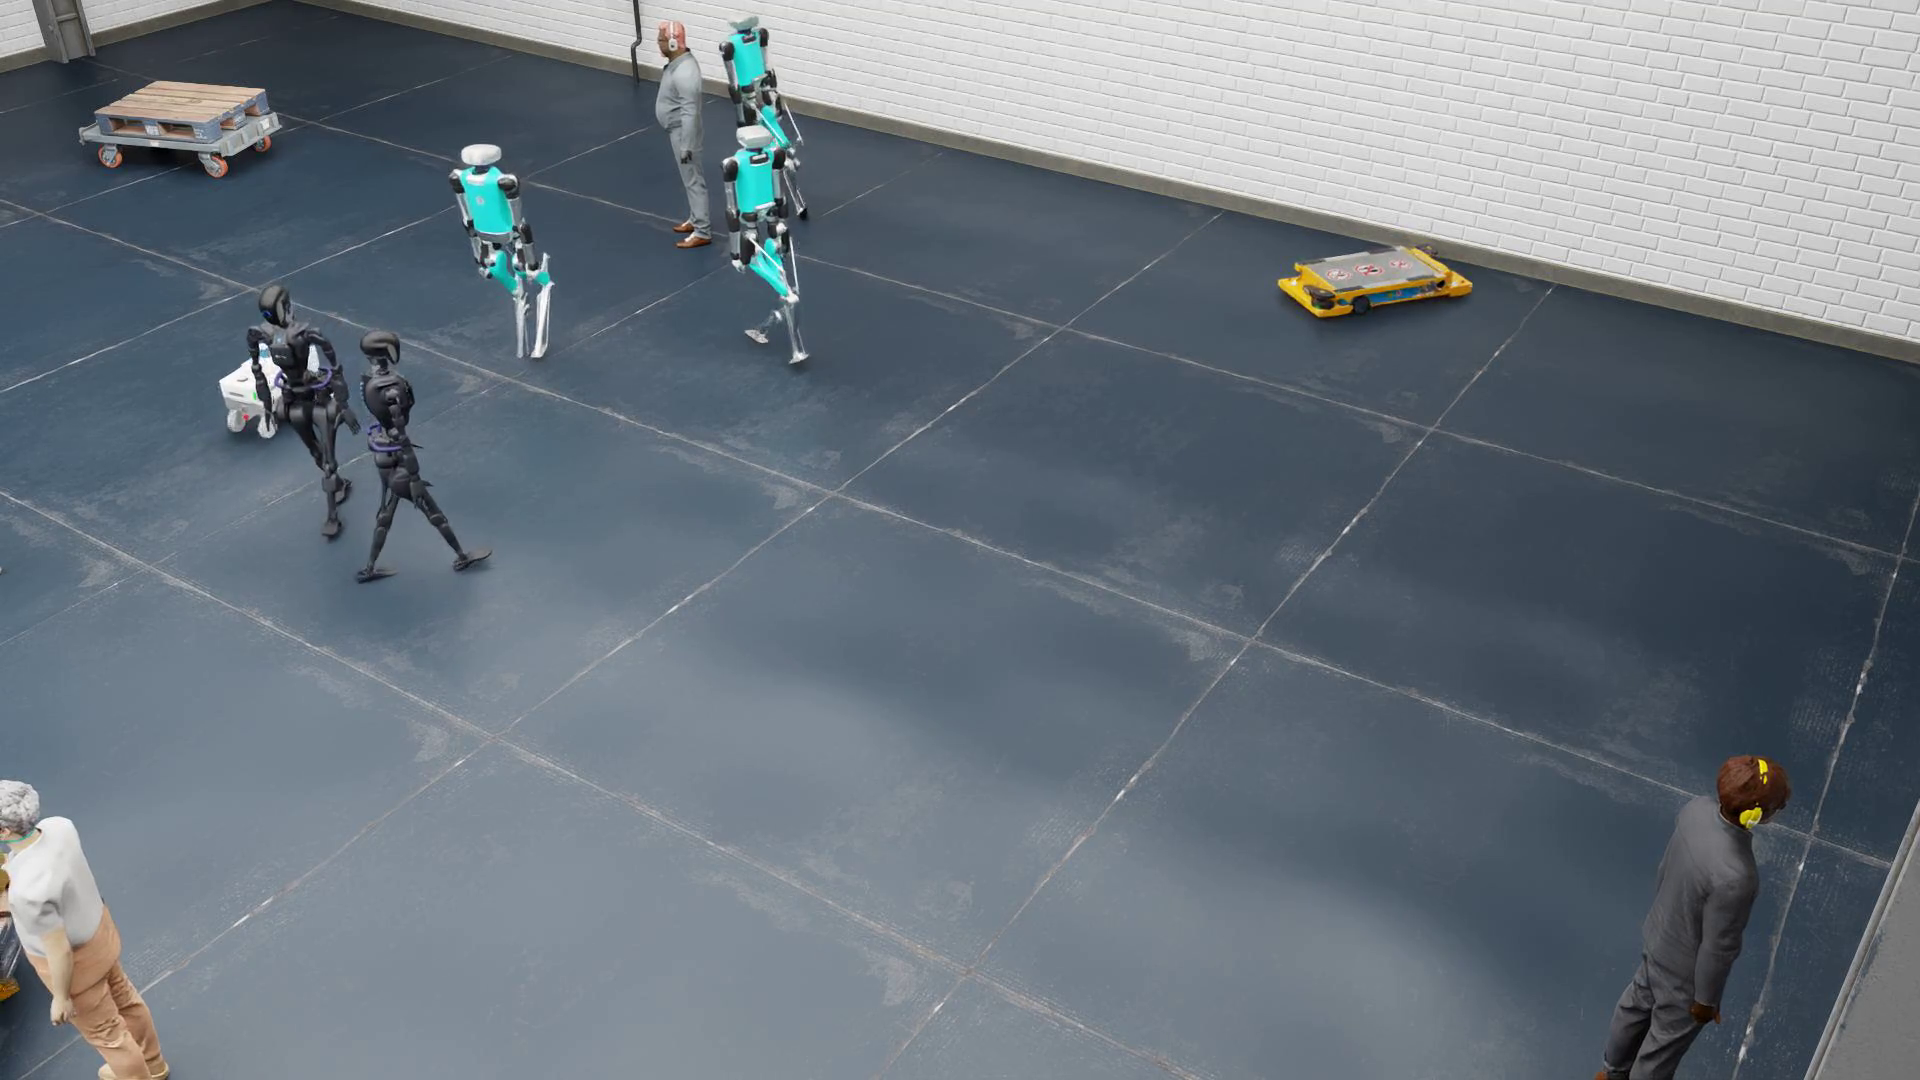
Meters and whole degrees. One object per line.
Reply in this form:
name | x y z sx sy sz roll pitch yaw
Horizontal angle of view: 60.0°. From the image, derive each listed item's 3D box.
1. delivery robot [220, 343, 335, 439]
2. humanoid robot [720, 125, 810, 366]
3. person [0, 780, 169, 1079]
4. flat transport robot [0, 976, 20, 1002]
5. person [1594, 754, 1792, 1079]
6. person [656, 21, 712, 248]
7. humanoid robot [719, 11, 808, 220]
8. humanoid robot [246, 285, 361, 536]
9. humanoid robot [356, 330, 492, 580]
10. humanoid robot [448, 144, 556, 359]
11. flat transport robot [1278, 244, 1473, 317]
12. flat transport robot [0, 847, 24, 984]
delivery robot | -4.827 -1.111 11.722 0.499 0.597 0.779 11 34 17
humanoid robot | -1.319 -2.092 12.203 0.539 1.775 1.034 -26 41 -34
person | -3.408 1.601 6.397 0.323 1.747 0.473 -7 33 -10
flat transport robot | -4.859 2.072 7.032 0.659 0.231 1.431 28 42 36
person | 2.776 1.567 6.333 0.344 1.874 0.496 1 33 2
person | -2.351 -3.425 14.073 0.403 1.907 0.642 -5 33 -8
humanoid robot | -1.606 -3.690 14.687 0.930 1.803 0.574 25 40 33
humanoid robot | -4.053 -0.850 10.300 0.610 1.620 0.711 1 33 2
humanoid robot | -3.290 -0.500 9.779 0.797 1.624 0.590 -16 36 -23
humanoid robot | -3.230 -2.084 12.182 0.539 1.828 0.787 11 34 17
flat transport robot | 3.385 -2.112 13.543 1.431 0.231 0.659 -11 34 -17
flat transport robot | -4.664 1.992 7.156 0.659 0.231 1.431 -5 33 -7
